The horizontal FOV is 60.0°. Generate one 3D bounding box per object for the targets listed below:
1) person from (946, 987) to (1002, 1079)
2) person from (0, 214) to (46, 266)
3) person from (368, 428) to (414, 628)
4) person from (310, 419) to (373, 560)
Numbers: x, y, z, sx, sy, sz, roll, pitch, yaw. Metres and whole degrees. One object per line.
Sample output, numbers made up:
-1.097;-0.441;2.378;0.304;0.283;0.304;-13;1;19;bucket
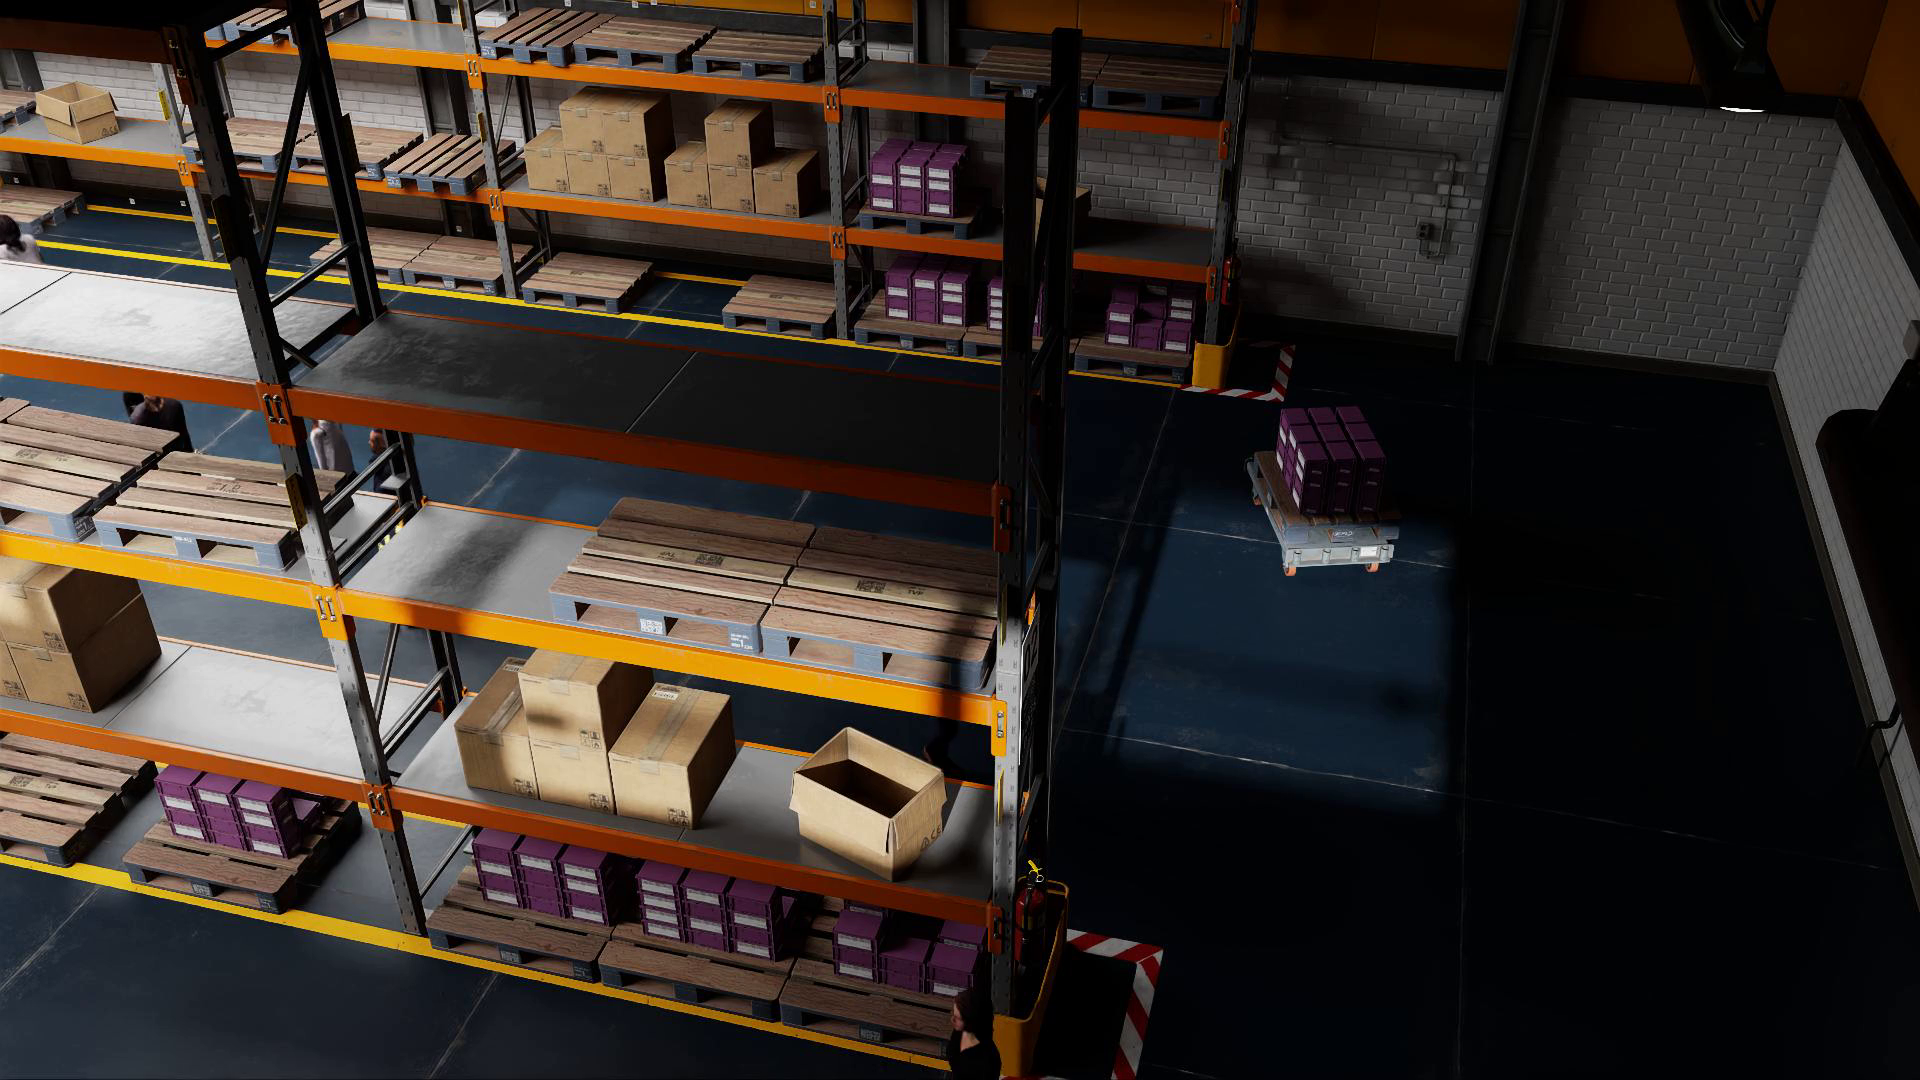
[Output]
0.172;3.011;8.896;1.093;1.654;1.050;-18;38;-25;person
-9.725;-2.654;17.472;0.847;1.597;0.744;17;37;24;person
-4.513;-0.167;13.490;0.899;1.862;0.883;-10;35;-14;person
-5.393;-0.578;14.383;0.537;1.558;0.547;12;35;17;person
